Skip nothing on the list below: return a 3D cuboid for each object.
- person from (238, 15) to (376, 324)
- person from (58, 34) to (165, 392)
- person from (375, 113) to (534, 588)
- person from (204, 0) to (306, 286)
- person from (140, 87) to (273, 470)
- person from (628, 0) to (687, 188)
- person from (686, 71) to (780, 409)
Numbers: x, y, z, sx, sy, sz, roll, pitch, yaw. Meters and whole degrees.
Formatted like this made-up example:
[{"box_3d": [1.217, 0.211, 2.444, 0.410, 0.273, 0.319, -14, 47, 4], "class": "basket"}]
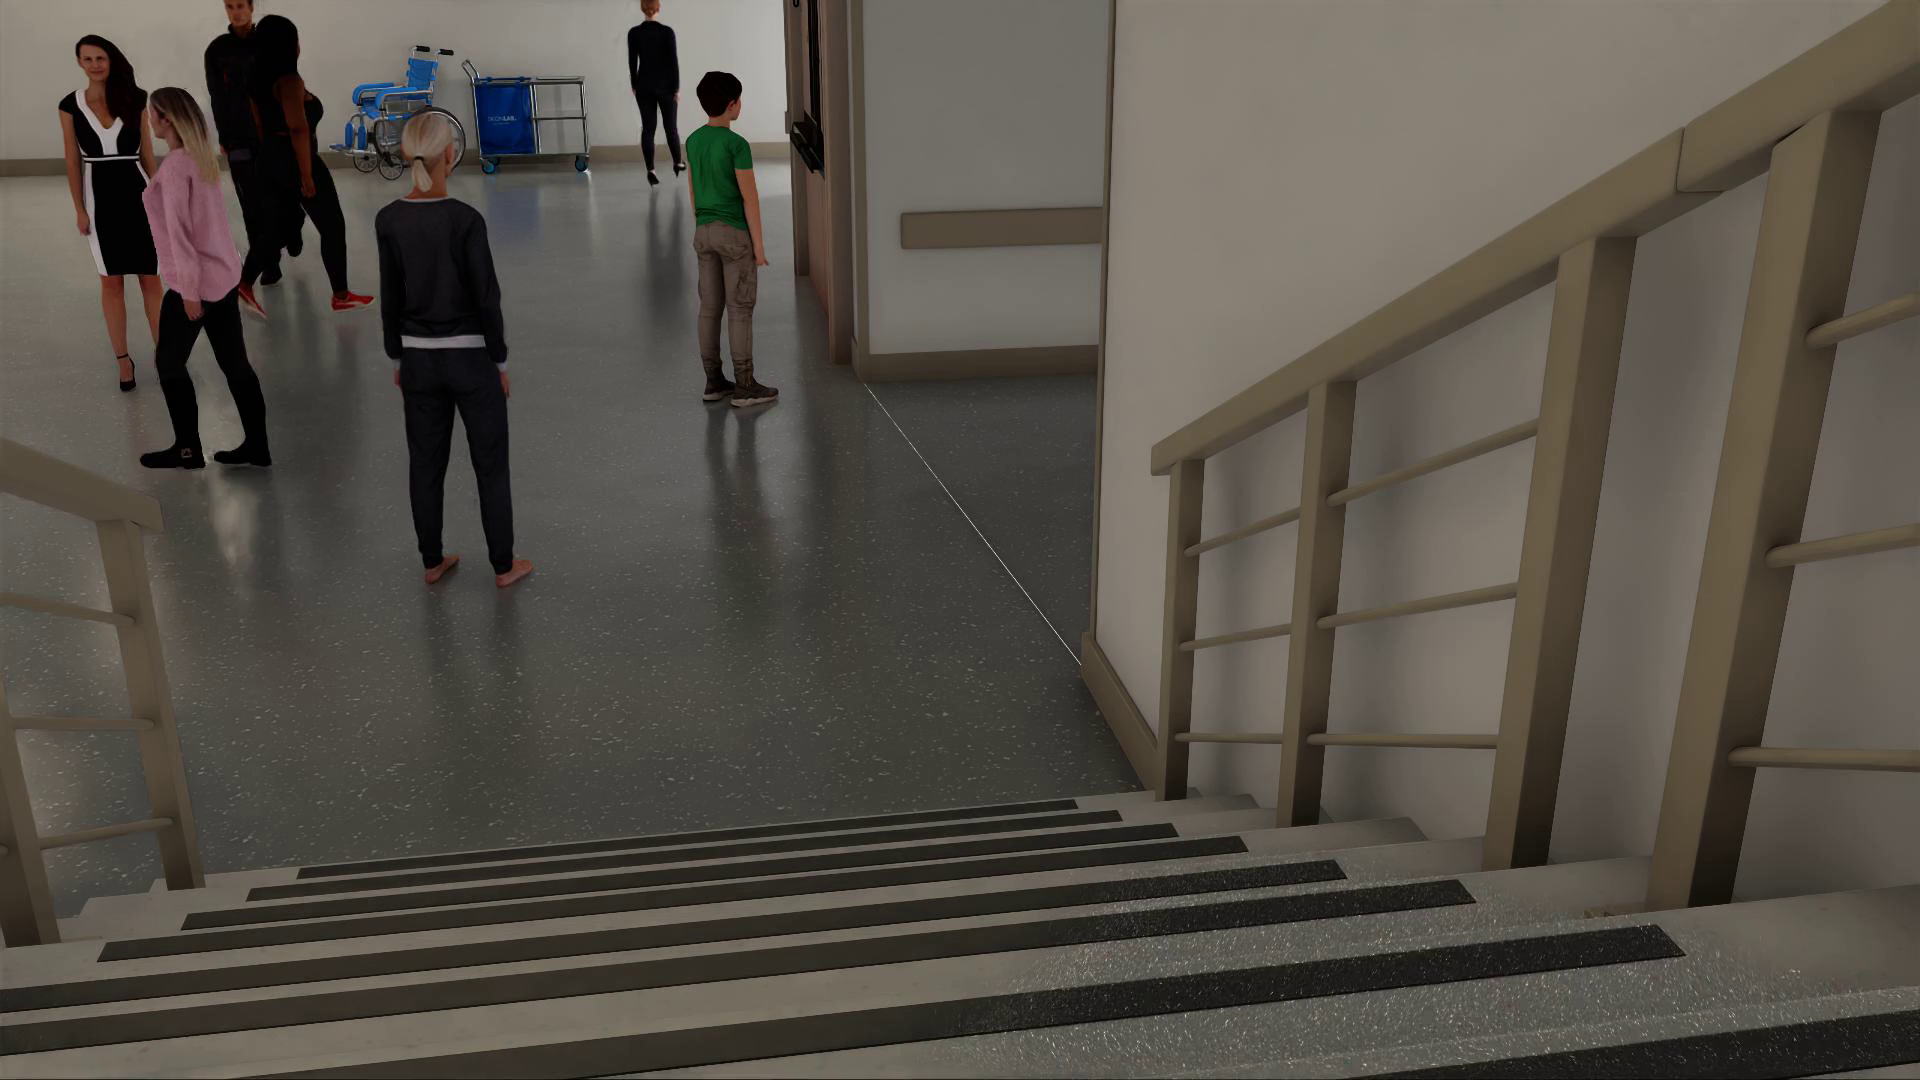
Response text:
[{"box_3d": [-4.065, -2.169, 9.914, 1.154, 1.785, 1.222, 13, 24, 31], "class": "person"}, {"box_3d": [-4.346, -1.684, 8.618, 0.639, 1.796, 0.599, -12, 24, -28], "class": "person"}, {"box_3d": [-1.859, -0.667, 6.034, 0.687, 1.725, 0.631, 3, 21, 7], "class": "person"}, {"box_3d": [-4.703, -2.721, 11.172, 0.740, 1.926, 0.996, -5, 21, -13], "class": "person"}, {"box_3d": [-3.229, -1.112, 7.285, 0.768, 1.670, 0.759, 0, 21, 1], "class": "person"}, {"box_3d": [-2.765, -4.006, 14.948, 0.810, 1.655, 1.051, 2, 21, 6], "class": "person"}, {"box_3d": [-1.184, -1.505, 8.350, 0.654, 1.651, 0.714, 14, 25, 33], "class": "person"}]
